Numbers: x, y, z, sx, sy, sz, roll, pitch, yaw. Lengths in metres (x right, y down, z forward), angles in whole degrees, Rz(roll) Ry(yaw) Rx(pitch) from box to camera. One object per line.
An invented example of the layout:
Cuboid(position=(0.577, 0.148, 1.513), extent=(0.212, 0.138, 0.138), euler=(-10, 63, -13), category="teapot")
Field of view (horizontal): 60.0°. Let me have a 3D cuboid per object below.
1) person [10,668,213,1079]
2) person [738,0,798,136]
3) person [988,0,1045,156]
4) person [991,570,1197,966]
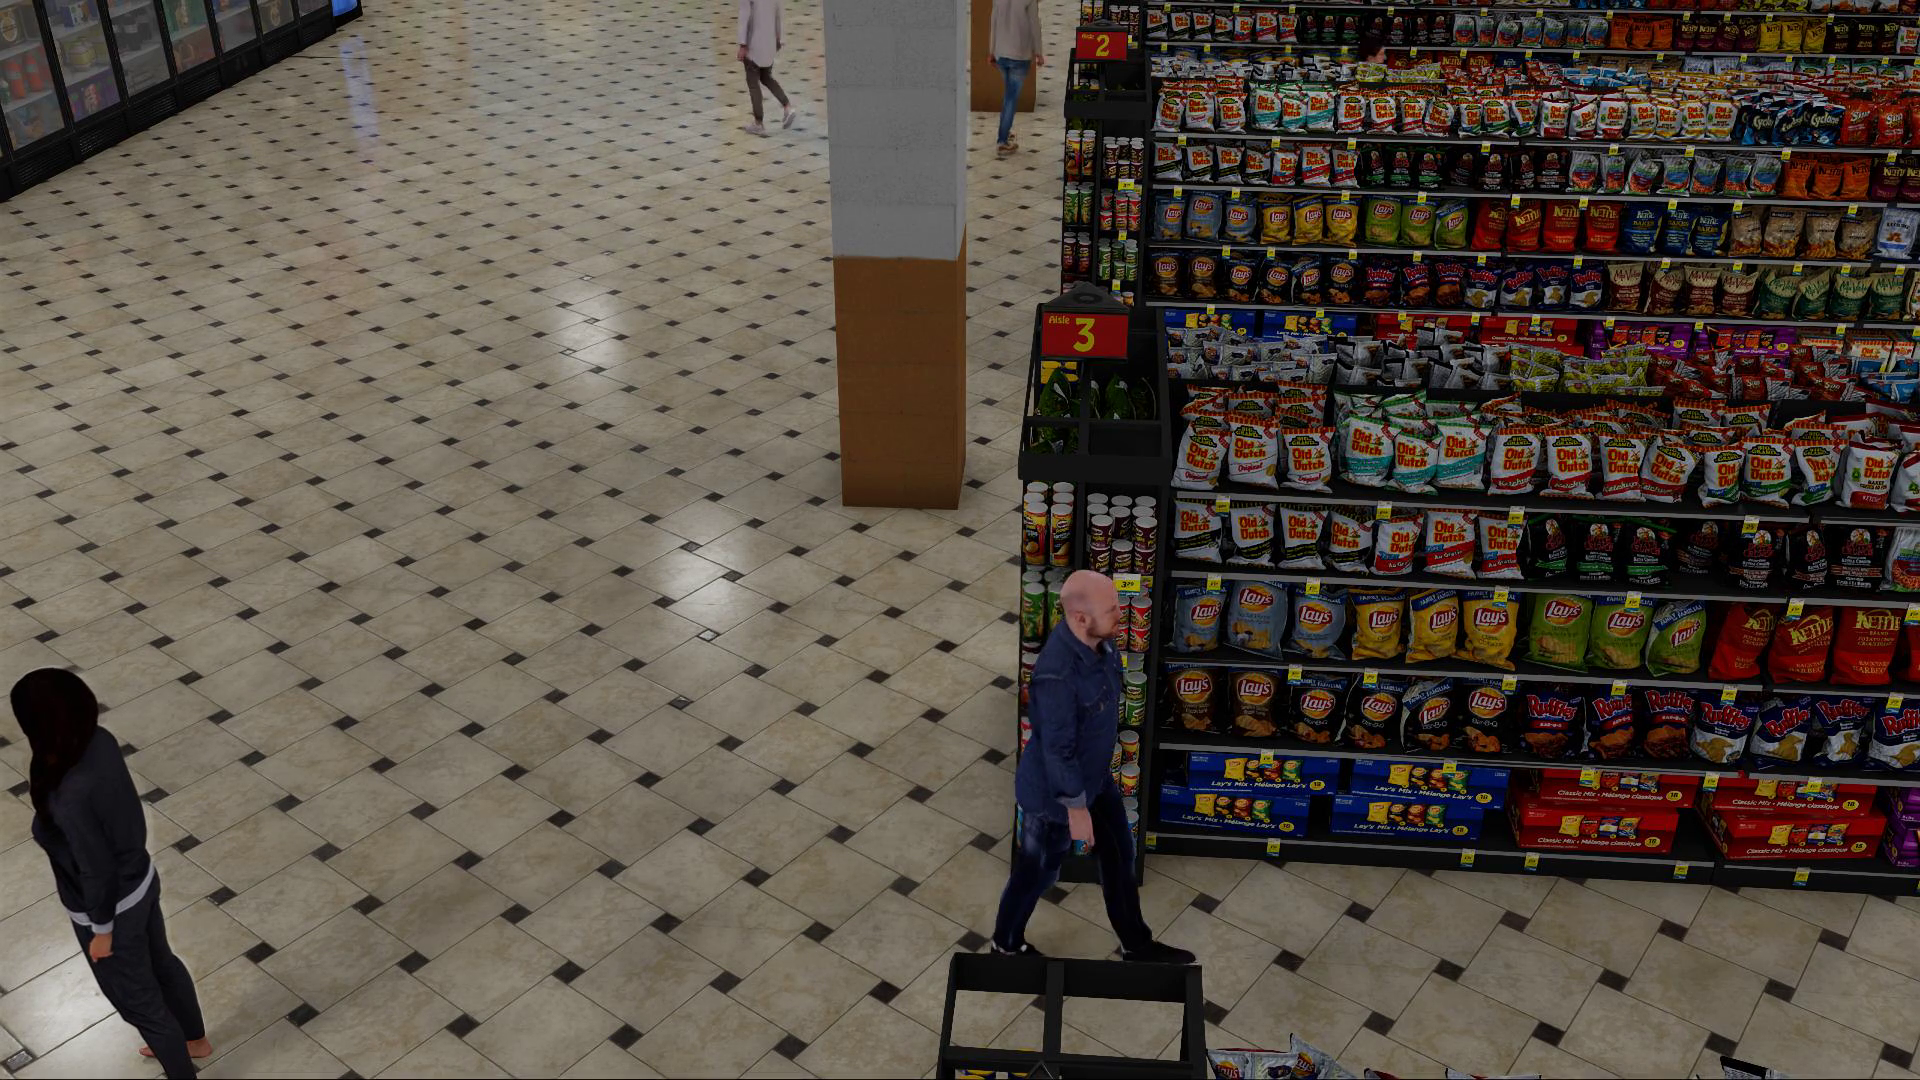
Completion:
Cuboid(position=(-2.834, 1.186, 5.588), extent=(0.622, 1.768, 0.674), euler=(-6, 29, -11), category="person")
Cuboid(position=(-1.978, -5.012, 16.879), extent=(1.030, 1.825, 0.937), euler=(21, 35, 33), category="person")
Cuboid(position=(0.481, -4.689, 16.248), extent=(0.827, 1.864, 0.894), euler=(19, 34, 31), category="person")
Cuboid(position=(0.322, 0.893, 6.095), extent=(1.112, 1.796, 0.926), euler=(10, 30, 18), category="person")
